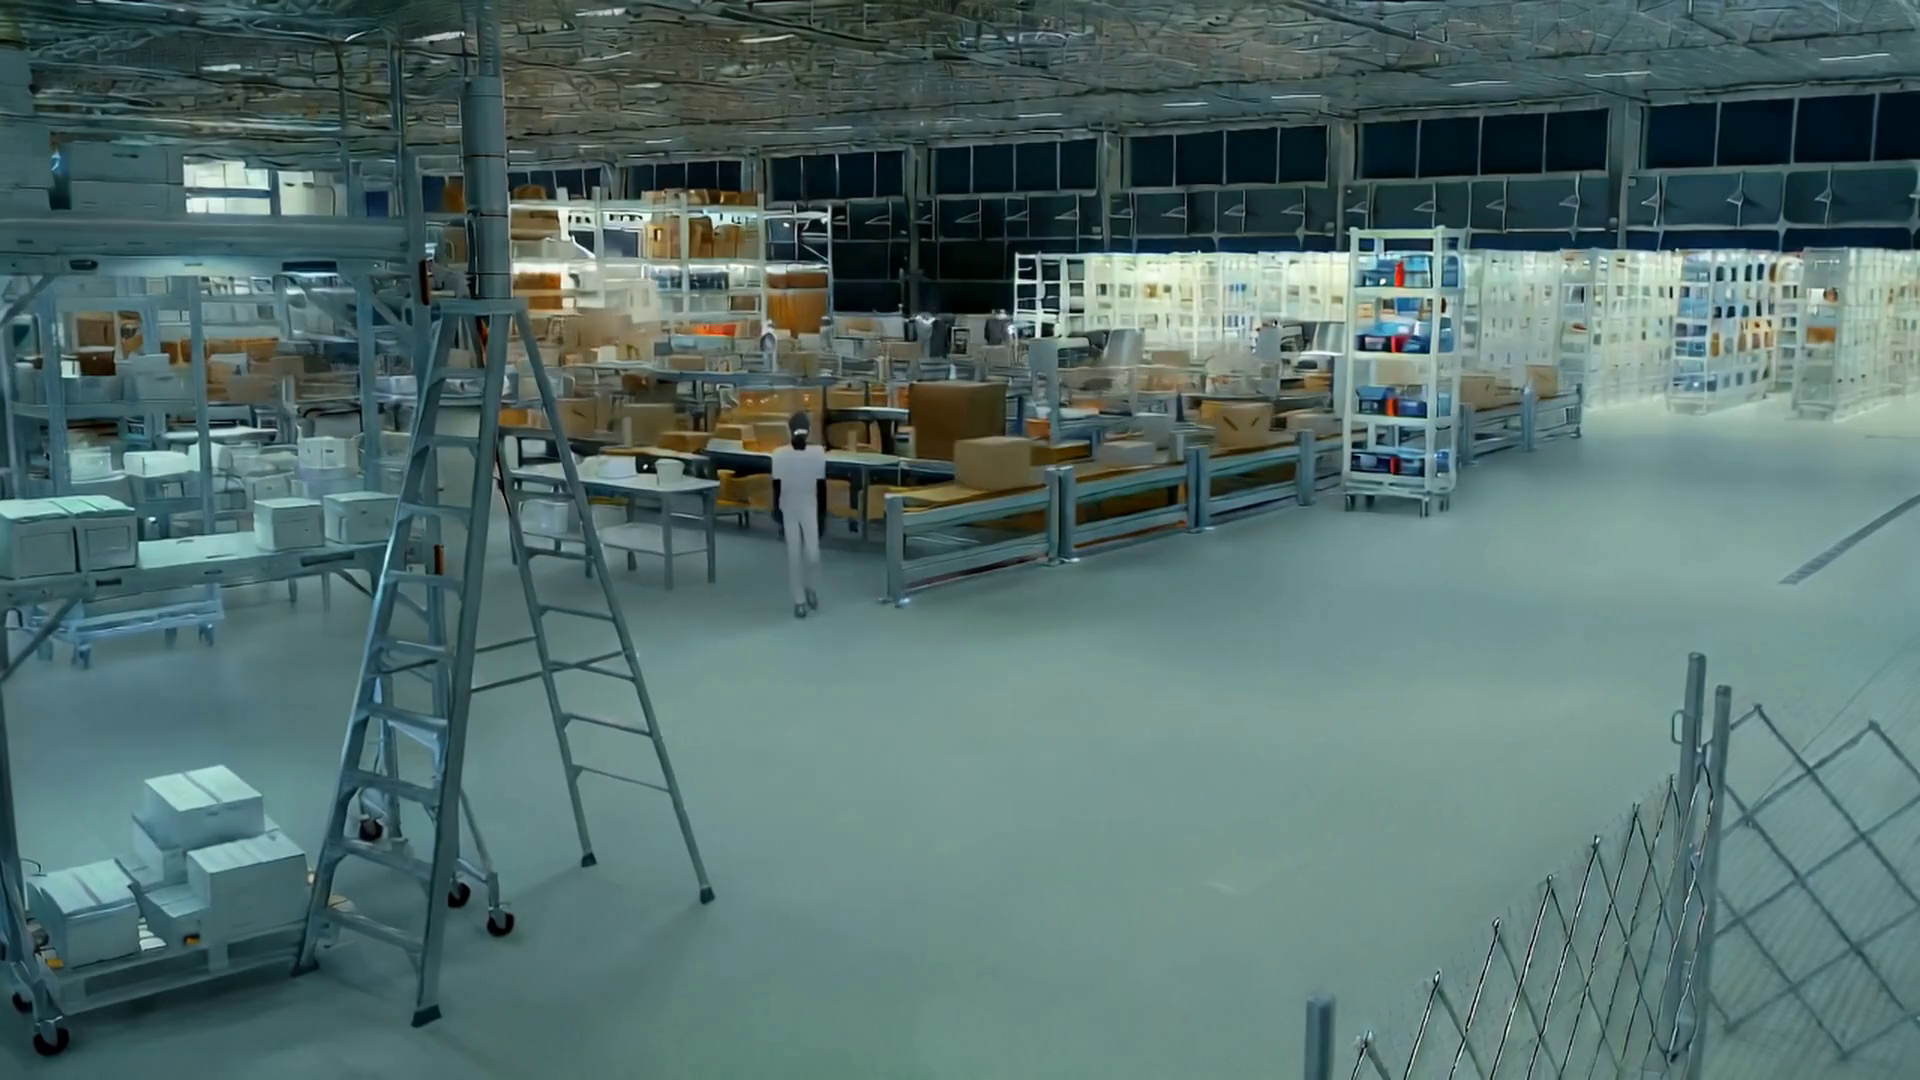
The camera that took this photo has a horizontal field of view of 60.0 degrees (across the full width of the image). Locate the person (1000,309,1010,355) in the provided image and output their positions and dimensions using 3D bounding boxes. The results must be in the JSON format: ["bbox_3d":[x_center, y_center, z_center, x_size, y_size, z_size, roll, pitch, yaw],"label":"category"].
[{"bbox_3d":[1.631,-7.722,61.801,0.485,1.734,0.353,-4,10,-25],"label":"person"}]

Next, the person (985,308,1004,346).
[{"bbox_3d":[1.177,-6.930,56.505,0.664,1.851,1.012,0,9,-1],"label":"person"}]

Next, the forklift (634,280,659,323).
[{"bbox_3d":[-10.559,-7.391,56.161,1.129,2.768,1.873,7,11,37],"label":"forklift"}]

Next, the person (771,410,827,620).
[{"bbox_3d":[-1.424,-0.227,14.660,0.513,1.856,0.443,-1,9,-9],"label":"person"}]

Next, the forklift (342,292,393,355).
[{"bbox_3d":[-16.485,-5.622,45.120,1.129,2.768,1.873,7,11,37],"label":"forklift"}]

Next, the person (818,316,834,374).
[{"bbox_3d":[-3.819,-5.541,47.910,0.403,1.822,0.586,-8,12,-42],"label":"person"}]

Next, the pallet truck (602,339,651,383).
[{"bbox_3d":[-8.991,-4.871,45.351,0.653,1.274,1.630,7,11,37],"label":"pallet truck"}]

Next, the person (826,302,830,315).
[{"bbox_3d":[-5.979,-9.695,73.670,1.043,1.884,0.549,9,13,44],"label":"person"}]

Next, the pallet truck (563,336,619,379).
[{"bbox_3d":[-10.690,-5.294,48.215,1.601,1.201,0.680,-5,10,-26],"label":"pallet truck"}]

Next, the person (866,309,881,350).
[{"bbox_3d":[-3.180,-7.668,61.463,0.570,1.733,0.718,-2,9,-10],"label":"person"}]

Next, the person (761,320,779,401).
[{"bbox_3d":[-4.496,-4.227,39.312,0.388,1.947,0.611,2,9,10],"label":"person"}]

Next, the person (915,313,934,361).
[{"bbox_3d":[-1.124,-6.240,52.295,0.580,1.818,0.861,-2,9,-10],"label":"person"}]
